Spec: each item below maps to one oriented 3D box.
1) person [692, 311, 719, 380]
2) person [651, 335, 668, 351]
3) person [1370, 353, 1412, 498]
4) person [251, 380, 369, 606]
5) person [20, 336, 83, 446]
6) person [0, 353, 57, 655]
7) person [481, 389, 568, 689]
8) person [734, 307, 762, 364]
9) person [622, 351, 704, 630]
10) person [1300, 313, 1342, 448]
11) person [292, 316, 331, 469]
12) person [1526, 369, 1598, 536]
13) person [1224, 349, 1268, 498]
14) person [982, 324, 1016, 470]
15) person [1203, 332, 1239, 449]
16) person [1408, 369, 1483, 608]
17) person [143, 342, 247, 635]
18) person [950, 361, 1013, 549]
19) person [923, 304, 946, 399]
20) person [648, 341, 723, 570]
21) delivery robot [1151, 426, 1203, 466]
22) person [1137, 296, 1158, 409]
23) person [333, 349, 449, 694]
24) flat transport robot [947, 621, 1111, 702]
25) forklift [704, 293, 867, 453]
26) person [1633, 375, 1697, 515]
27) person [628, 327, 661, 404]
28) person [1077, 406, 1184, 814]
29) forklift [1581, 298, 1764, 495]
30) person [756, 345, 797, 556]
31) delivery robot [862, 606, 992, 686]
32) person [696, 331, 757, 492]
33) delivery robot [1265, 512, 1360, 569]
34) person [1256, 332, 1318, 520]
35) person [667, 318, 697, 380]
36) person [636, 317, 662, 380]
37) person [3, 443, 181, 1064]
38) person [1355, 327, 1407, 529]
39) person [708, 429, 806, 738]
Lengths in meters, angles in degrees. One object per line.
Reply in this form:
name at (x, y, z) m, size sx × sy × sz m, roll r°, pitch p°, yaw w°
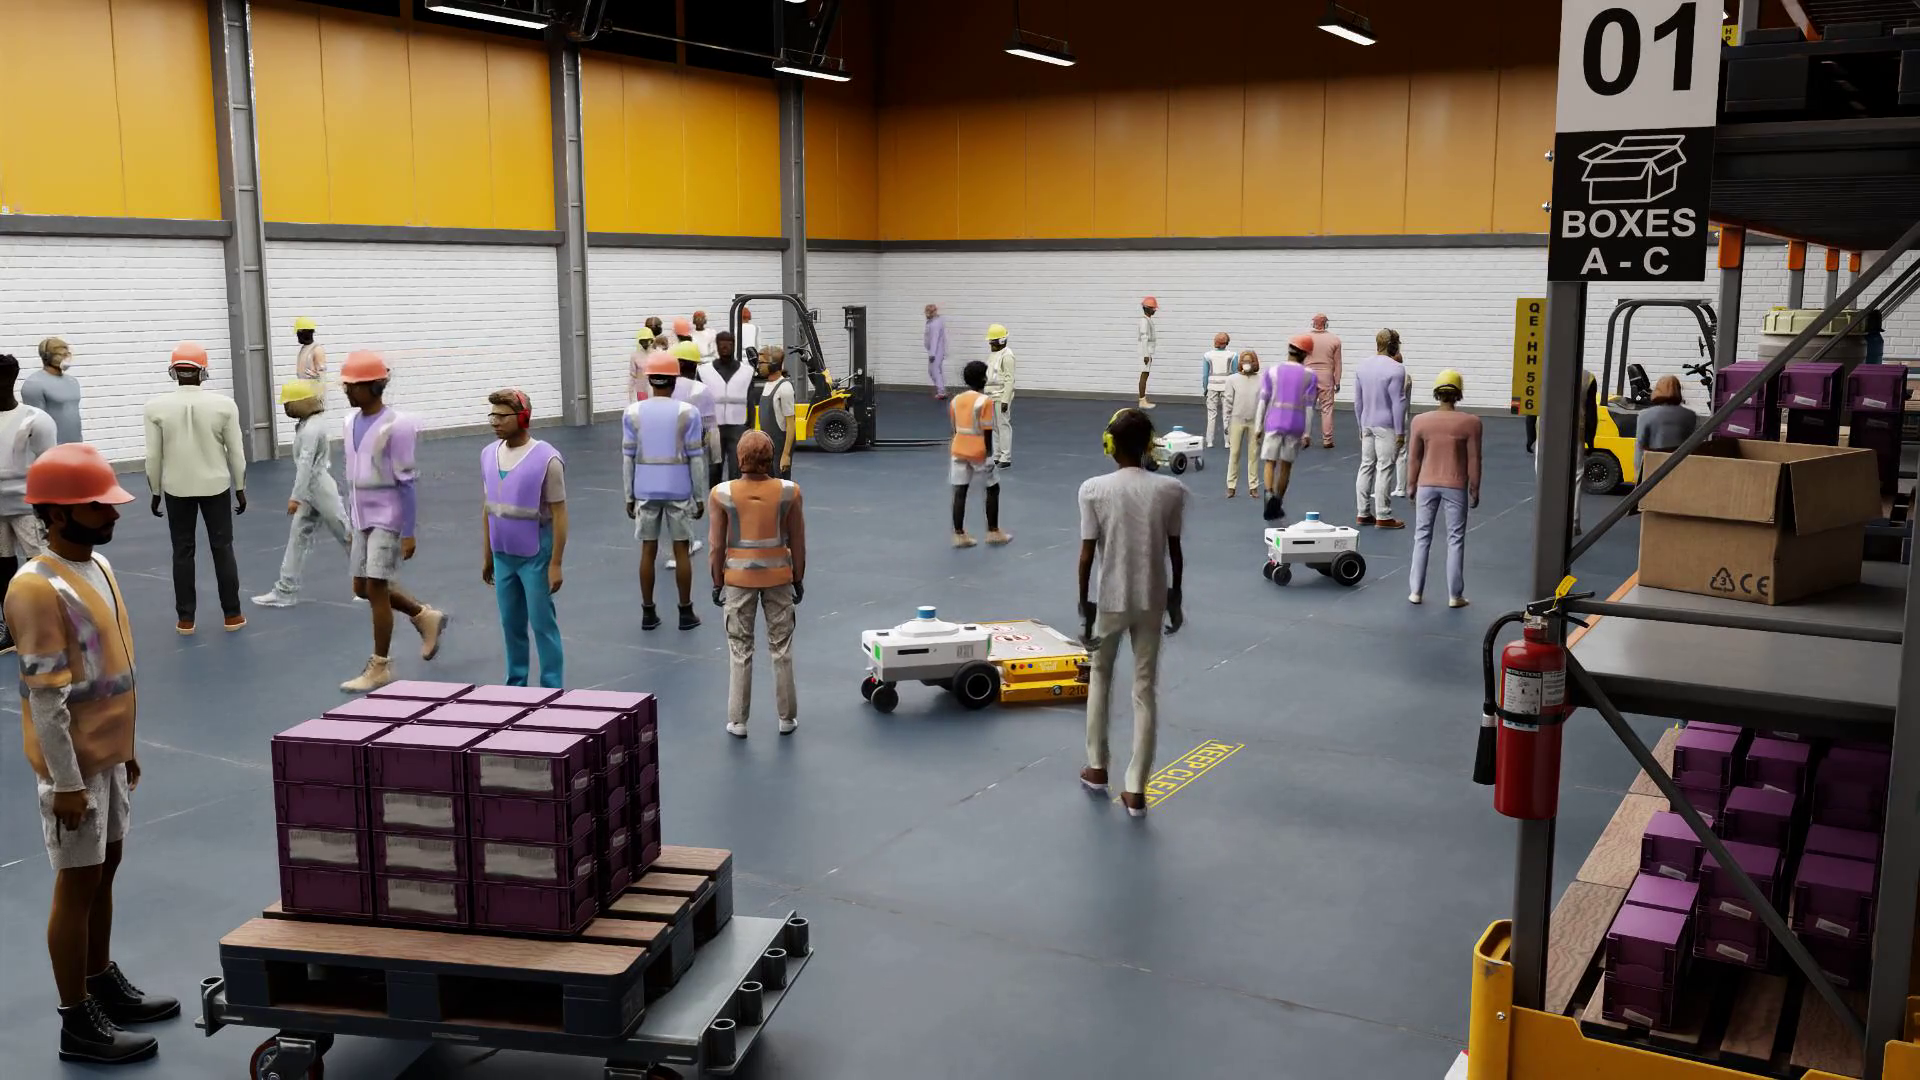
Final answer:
person at (-4.138, -2.706, 26.468) m, size 0.574 × 1.858 × 0.733 m, roll 0°, pitch 9°, yaw -3°
person at (-4.274, -2.118, 23.623) m, size 0.511 × 1.581 × 0.863 m, roll 6°, pitch 11°, yaw 33°
person at (4.702, -1.262, 18.140) m, size 0.513 × 1.642 × 0.313 m, roll -4°, pitch 10°, yaw -26°
person at (-4.749, -0.345, 12.299) m, size 0.939 × 1.680 × 0.501 m, roll -5°, pitch 11°, yaw -30°
person at (-7.427, -0.705, 13.738) m, size 0.373 × 1.940 × 0.630 m, roll 1°, pitch 9°, yaw 3°
person at (-6.040, -0.219, 10.627) m, size 0.607 × 1.963 × 0.373 m, roll 2°, pitch 9°, yaw 10°
person at (-2.358, 0.095, 9.033) m, size 0.572 × 1.843 × 0.373 m, roll 6°, pitch 11°, yaw 31°
person at (-3.665, -3.024, 28.427) m, size 0.612 × 1.874 × 0.391 m, roll -5°, pitch 10°, yaw -28°
person at (-2.030, -0.334, 11.460) m, size 0.557 × 1.929 × 0.389 m, roll 0°, pitch 9°, yaw 0°
person at (5.046, -2.237, 23.403) m, size 0.641 × 1.908 × 0.407 m, roll 2°, pitch 9°, yaw 15°
person at (-8.132, -1.839, 20.847) m, size 0.371 × 1.929 × 0.585 m, roll -9°, pitch 12°, yaw -43°
person at (5.641, -0.957, 15.620) m, size 0.634 × 1.839 × 0.429 m, roll 4°, pitch 10°, yaw 21°
person at (3.139, -1.269, 18.210) m, size 0.505 × 1.631 × 0.278 m, roll 1°, pitch 9°, yaw 4°
person at (0.483, -1.792, 20.882) m, size 0.403 × 1.825 × 0.586 m, roll -3°, pitch 10°, yaw -18°
person at (3.657, -2.093, 23.335) m, size 0.516 × 1.641 × 0.308 m, roll 3°, pitch 10°, yaw 19°
person at (3.591, -0.385, 12.333) m, size 0.538 × 1.754 × 0.379 m, roll 5°, pitch 10°, yaw 29°
person at (-5.210, -0.353, 11.370) m, size 0.622 × 1.992 × 0.396 m, roll -4°, pitch 10°, yaw -22°
person at (0.201, -0.770, 14.929) m, size 0.683 × 1.671 × 0.553 m, roll -9°, pitch 13°, yaw -44°
person at (-0.487, -3.666, 32.445) m, size 0.485 × 1.866 × 0.670 m, roll -1°, pitch 9°, yaw -7°
person at (-2.317, -0.732, 14.069) m, size 0.630 × 1.879 × 0.912 m, roll 3°, pitch 10°, yaw 19°
delivery robot at (2.693, -1.167, 20.613) m, size 0.707 × 0.478 × 0.477 m, roll -8°, pitch 12°, yaw -44°
person at (3.417, -3.402, 30.253) m, size 0.376 × 2.043 × 0.605 m, roll 2°, pitch 9°, yaw 10°
person at (-3.401, -0.130, 9.914) m, size 0.612 × 2.025 × 0.745 m, roll 7°, pitch 11°, yaw 36°
flat transport robot at (0.353, 0.706, 10.119) m, size 0.652 × 0.197 × 1.431 m, roll -3°, pitch 9°, yaw -16°
forklift at (-2.458, -2.344, 23.176) m, size 2.313 × 2.155 × 1.214 m, roll 0°, pitch 9°, yaw -2°
person at (5.905, -0.566, 13.911) m, size 0.503 × 1.617 × 0.469 m, roll 0°, pitch 9°, yaw 2°
person at (-4.168, -1.972, 22.234) m, size 0.544 × 1.750 × 0.397 m, roll 1°, pitch 9°, yaw 5°
person at (0.792, 0.302, 7.742) m, size 0.523 × 1.844 × 0.734 m, roll 0°, pitch 9°, yaw -1°
forklift at (7.954, -1.589, 18.462) m, size 2.313 × 2.155 × 1.214 m, roll 5°, pitch 11°, yaw 30°
person at (-1.590, -0.764, 14.406) m, size 0.327 × 1.841 × 0.514 m, roll -5°, pitch 10°, yaw -27°
delivery robot at (-0.192, 0.621, 9.475) m, size 0.707 × 0.478 × 0.477 m, roll -3°, pitch 10°, yaw -16°
person at (-2.305, -1.117, 16.442) m, size 0.594 × 1.905 × 0.465 m, roll -2°, pitch 9°, yaw -12°
delivery robot at (2.797, 0.020, 13.229) m, size 0.707 × 0.478 × 0.477 m, roll -1°, pitch 9°, yaw -7°
person at (3.216, -1.112, 16.427) m, size 0.587 × 1.889 × 0.706 m, roll 3°, pitch 10°, yaw 17°
person at (-3.320, -1.699, 20.039) m, size 0.406 × 1.915 × 0.658 m, roll 3°, pitch 10°, yaw 19°
person at (-4.532, -2.354, 24.394) m, size 0.433 × 1.834 × 0.628 m, roll -4°, pitch 10°, yaw -23°
person at (-2.720, 0.660, 5.223) m, size 0.361 × 1.938 × 0.545 m, roll -2°, pitch 9°, yaw -10°
person at (4.058, -1.073, 16.036) m, size 0.356 × 1.938 × 0.633 m, roll -5°, pitch 10°, yaw -26°
person at (-1.067, 0.236, 8.796) m, size 0.517 × 1.641 × 0.308 m, roll -2°, pitch 9°, yaw -12°
